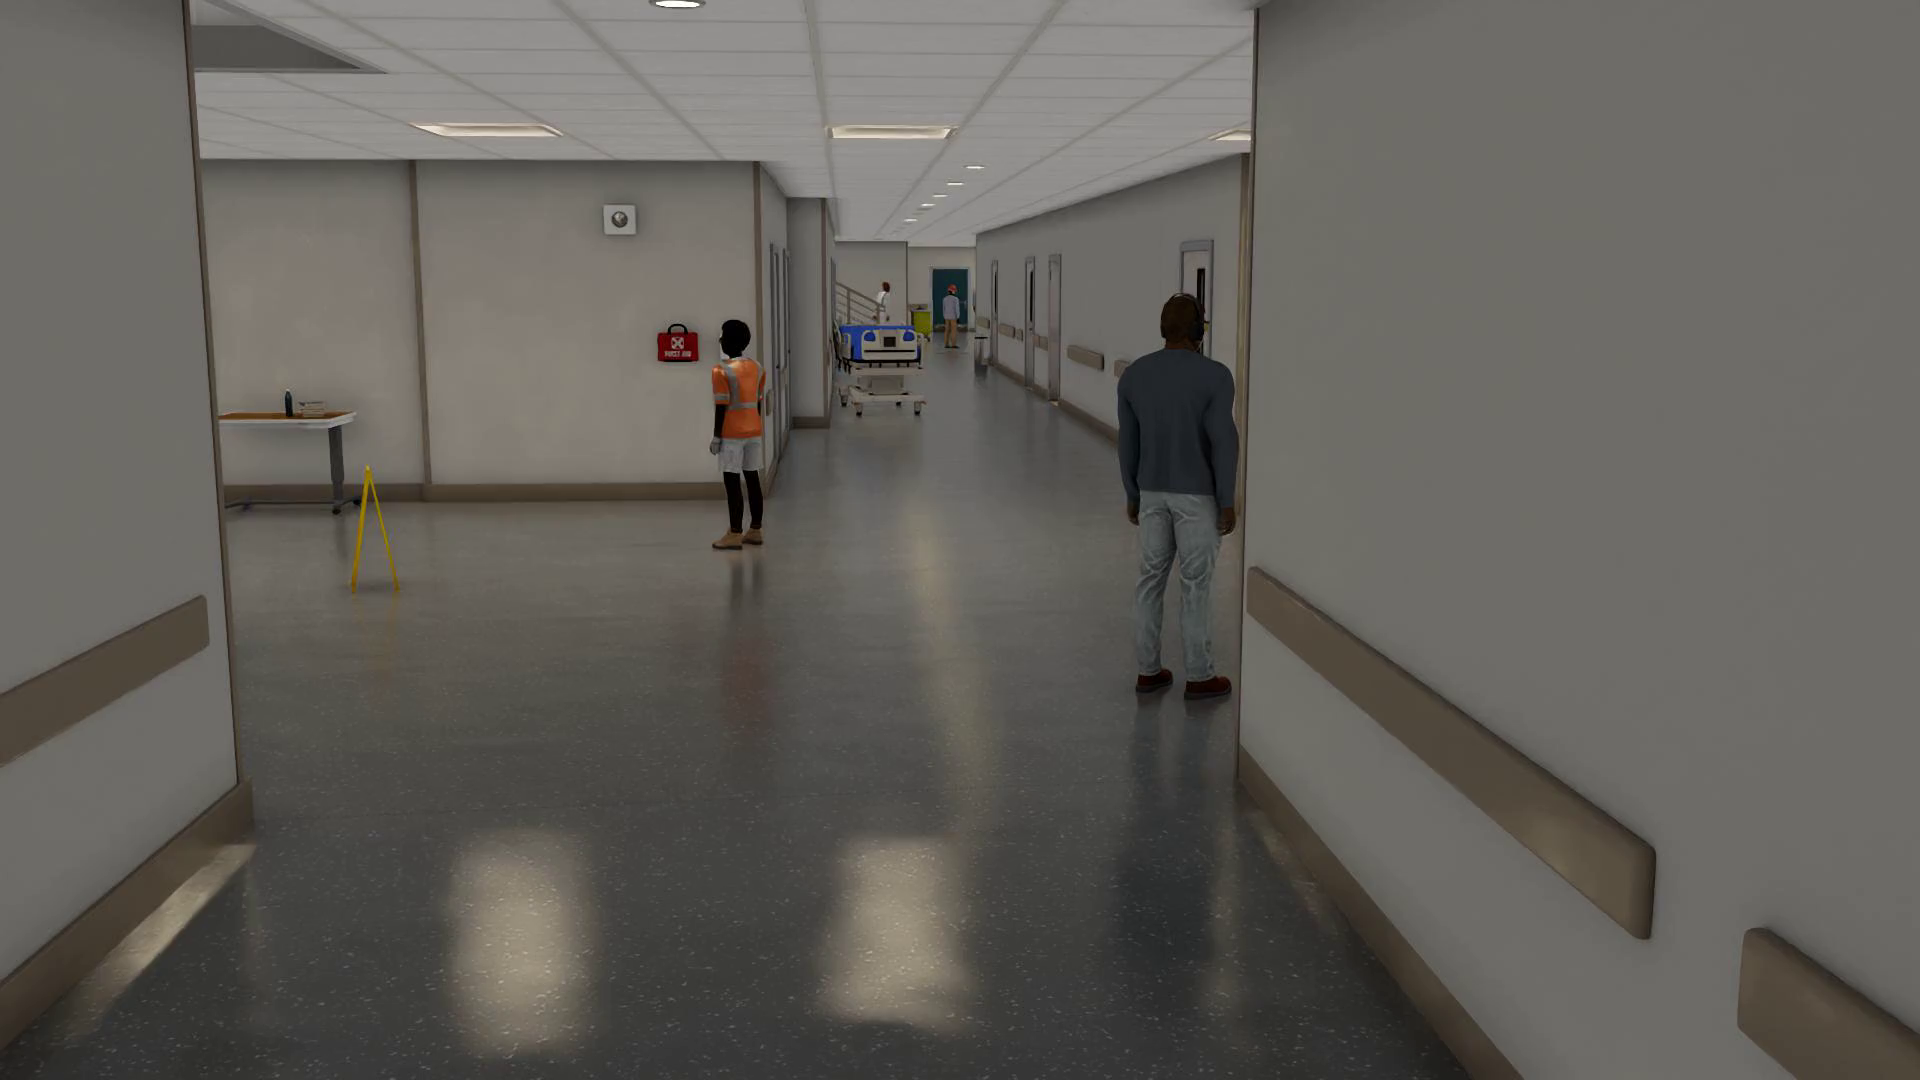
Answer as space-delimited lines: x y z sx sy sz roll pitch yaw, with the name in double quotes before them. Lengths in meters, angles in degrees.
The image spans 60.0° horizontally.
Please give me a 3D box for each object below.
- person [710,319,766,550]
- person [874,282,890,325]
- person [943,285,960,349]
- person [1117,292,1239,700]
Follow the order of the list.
"person" -1.648 -0.778 12.308 0.317 1.700 0.538 6 11 31
"person" -2.309 -6.464 47.607 0.801 1.847 0.593 -6 11 -31
"person" -0.216 -6.159 45.926 0.572 1.749 0.341 8 12 42
"person" 1.047 -0.205 7.965 0.627 1.941 0.371 7 11 37
